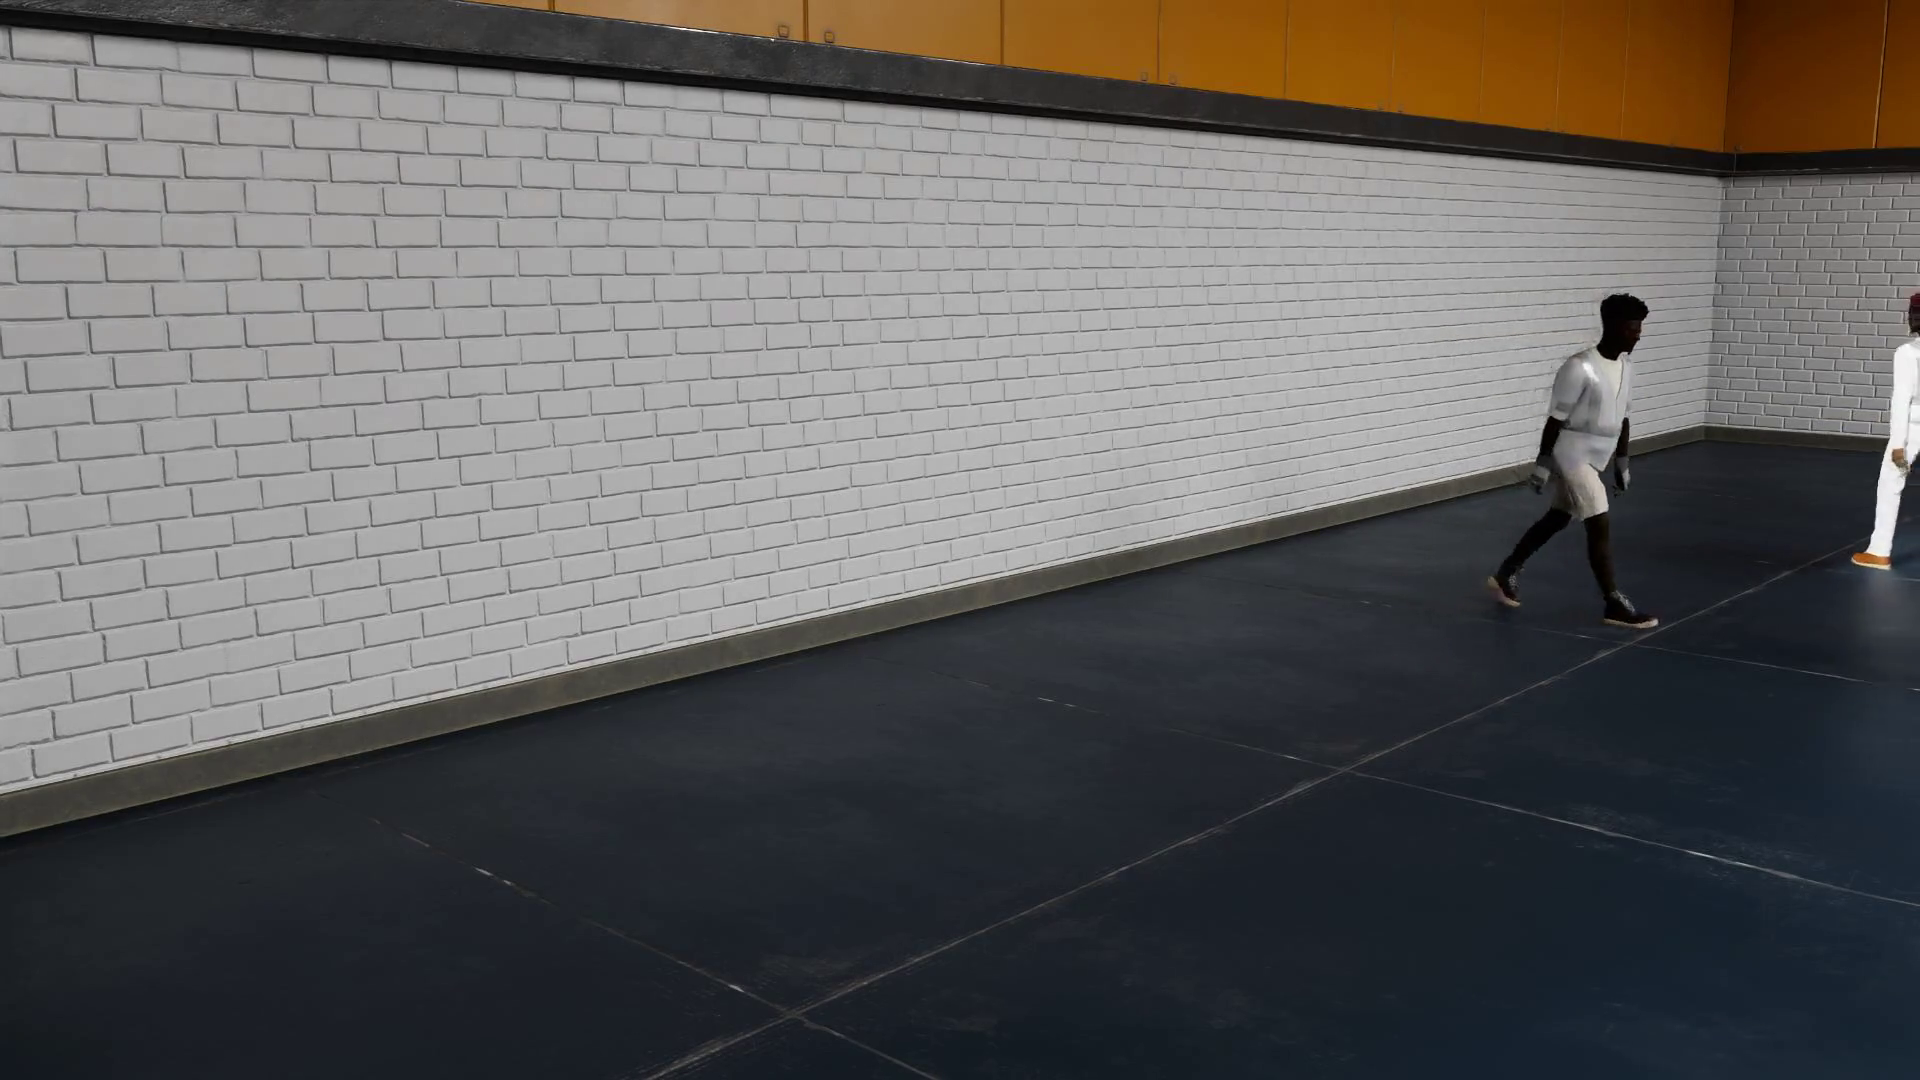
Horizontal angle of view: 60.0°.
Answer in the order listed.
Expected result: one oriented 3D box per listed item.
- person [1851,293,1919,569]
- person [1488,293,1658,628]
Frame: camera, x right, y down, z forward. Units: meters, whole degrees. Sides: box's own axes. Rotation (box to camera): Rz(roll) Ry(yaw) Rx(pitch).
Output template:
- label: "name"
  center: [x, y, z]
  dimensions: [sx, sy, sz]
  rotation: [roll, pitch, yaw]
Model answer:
- label: "person"
  center: [6.270, -0.677, 10.761]
  dimensions: [0.575, 1.861, 0.860]
  rotation: [-2, 10, -14]
- label: "person"
  center: [3.545, -0.483, 9.613]
  dimensions: [0.619, 1.890, 1.060]
  rotation: [-9, 13, -42]
